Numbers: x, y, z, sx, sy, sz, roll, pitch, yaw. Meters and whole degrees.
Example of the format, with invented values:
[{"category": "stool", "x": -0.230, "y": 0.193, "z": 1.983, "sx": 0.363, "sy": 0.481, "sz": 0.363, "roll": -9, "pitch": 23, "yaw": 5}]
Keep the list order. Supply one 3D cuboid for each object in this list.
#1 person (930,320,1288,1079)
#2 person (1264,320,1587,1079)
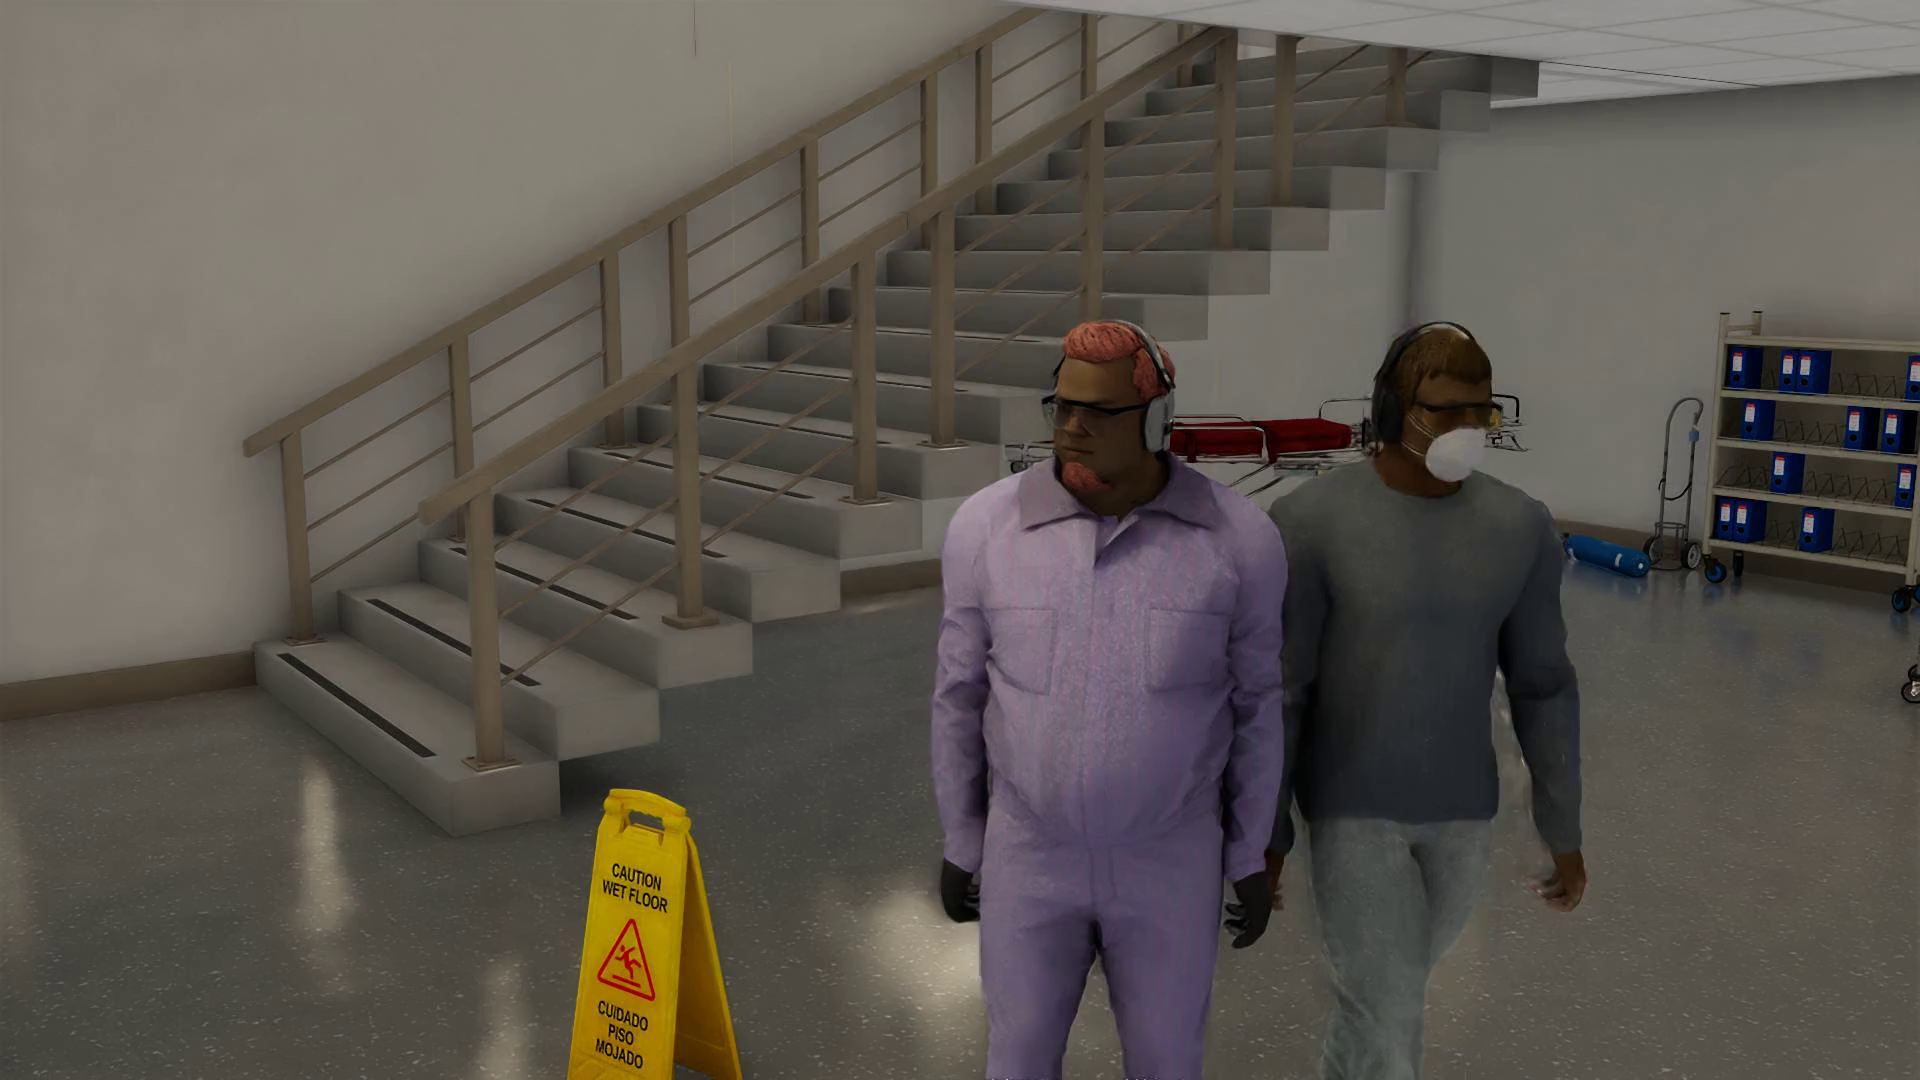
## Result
[{"category": "person", "x": 0.261, "y": 0.557, "z": 3.031, "sx": 0.643, "sy": 1.905, "sz": 0.399, "roll": 1, "pitch": 10, "yaw": 8}, {"category": "person", "x": 0.888, "y": 0.544, "z": 3.141, "sx": 0.644, "sy": 1.888, "sz": 0.915, "roll": -3, "pitch": 10, "yaw": -17}]
